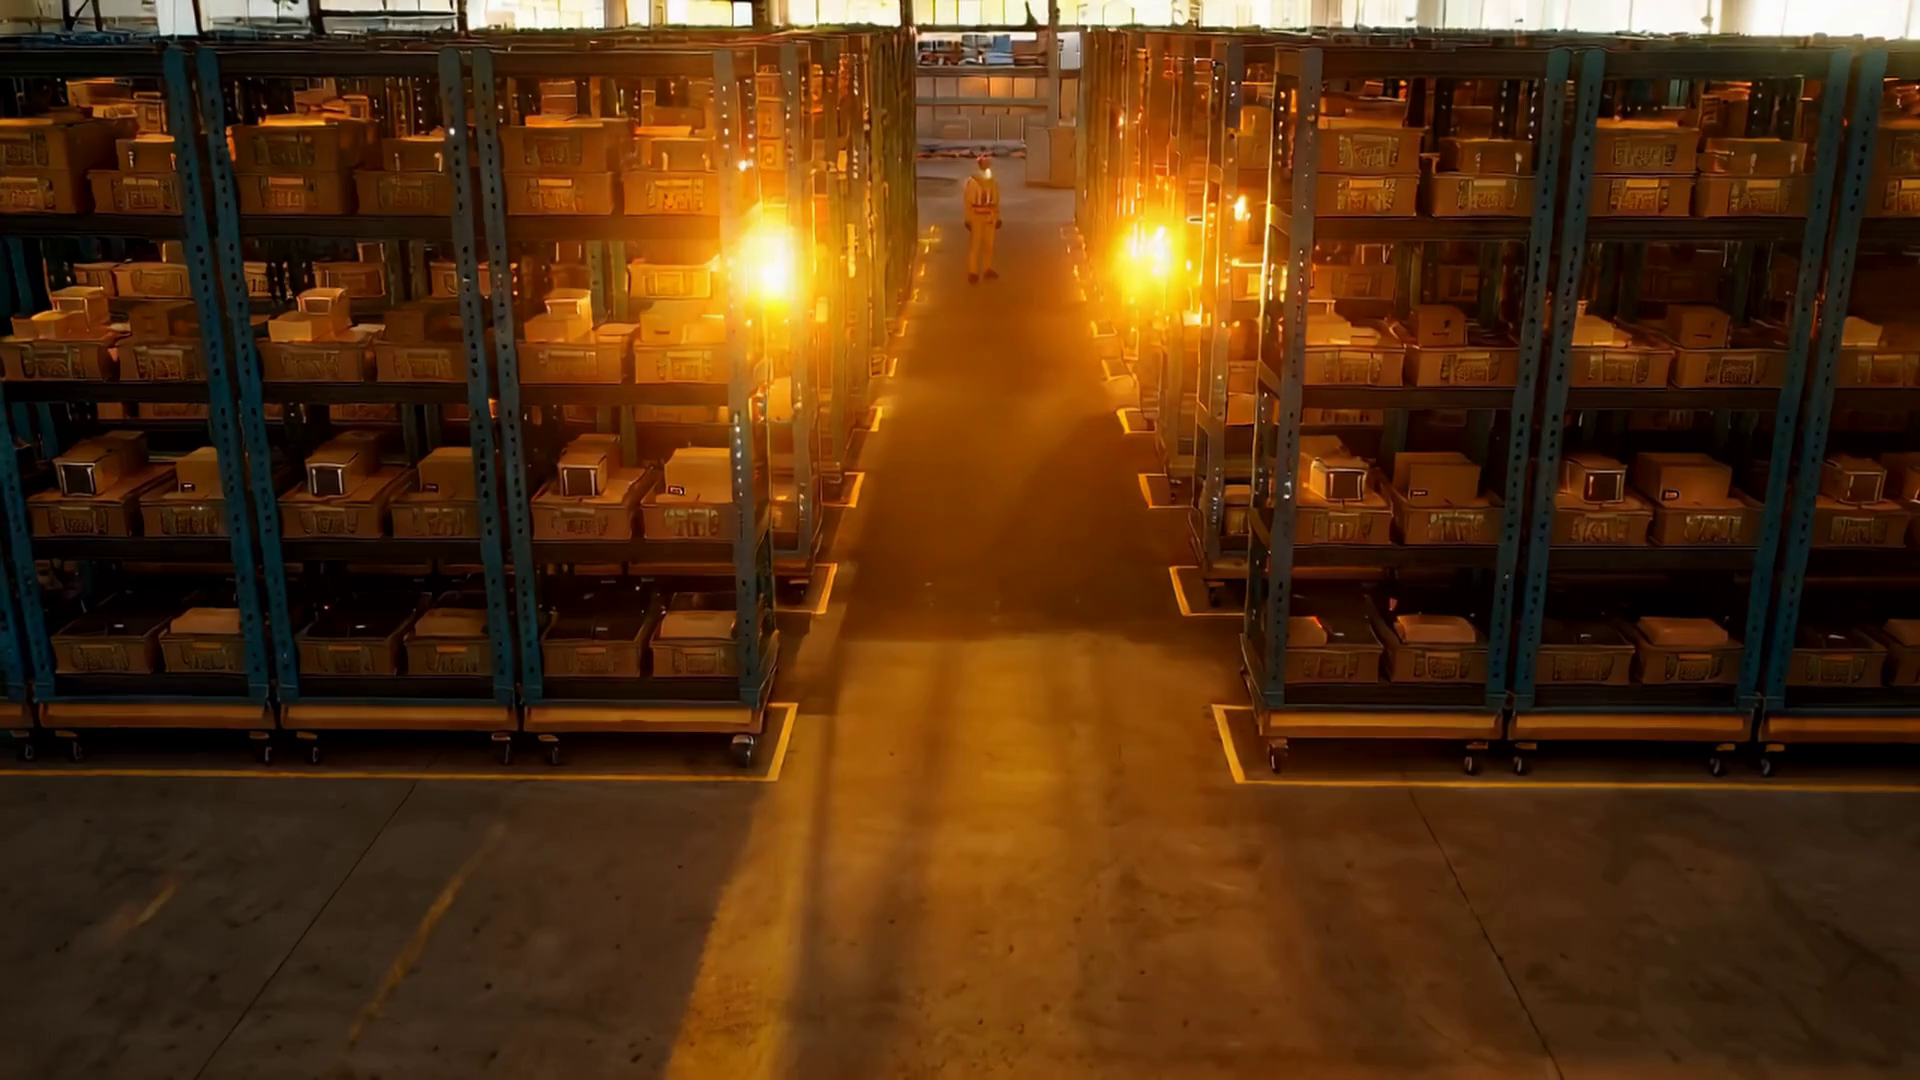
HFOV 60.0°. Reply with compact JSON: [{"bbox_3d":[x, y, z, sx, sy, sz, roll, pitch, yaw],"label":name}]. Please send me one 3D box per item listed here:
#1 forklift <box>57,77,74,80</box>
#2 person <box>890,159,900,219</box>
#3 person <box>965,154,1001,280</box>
[{"bbox_3d":[-26.728,-13.293,50.003,1.873,2.768,1.129,0,17,1],"label":"forklift"},{"bbox_3d":[-1.197,-5.923,28.077,0.639,1.925,0.597,-12,21,-34],"label":"person"},{"bbox_3d":[0.353,-4.767,24.568,0.586,1.824,0.404,-12,21,-34],"label":"person"}]
